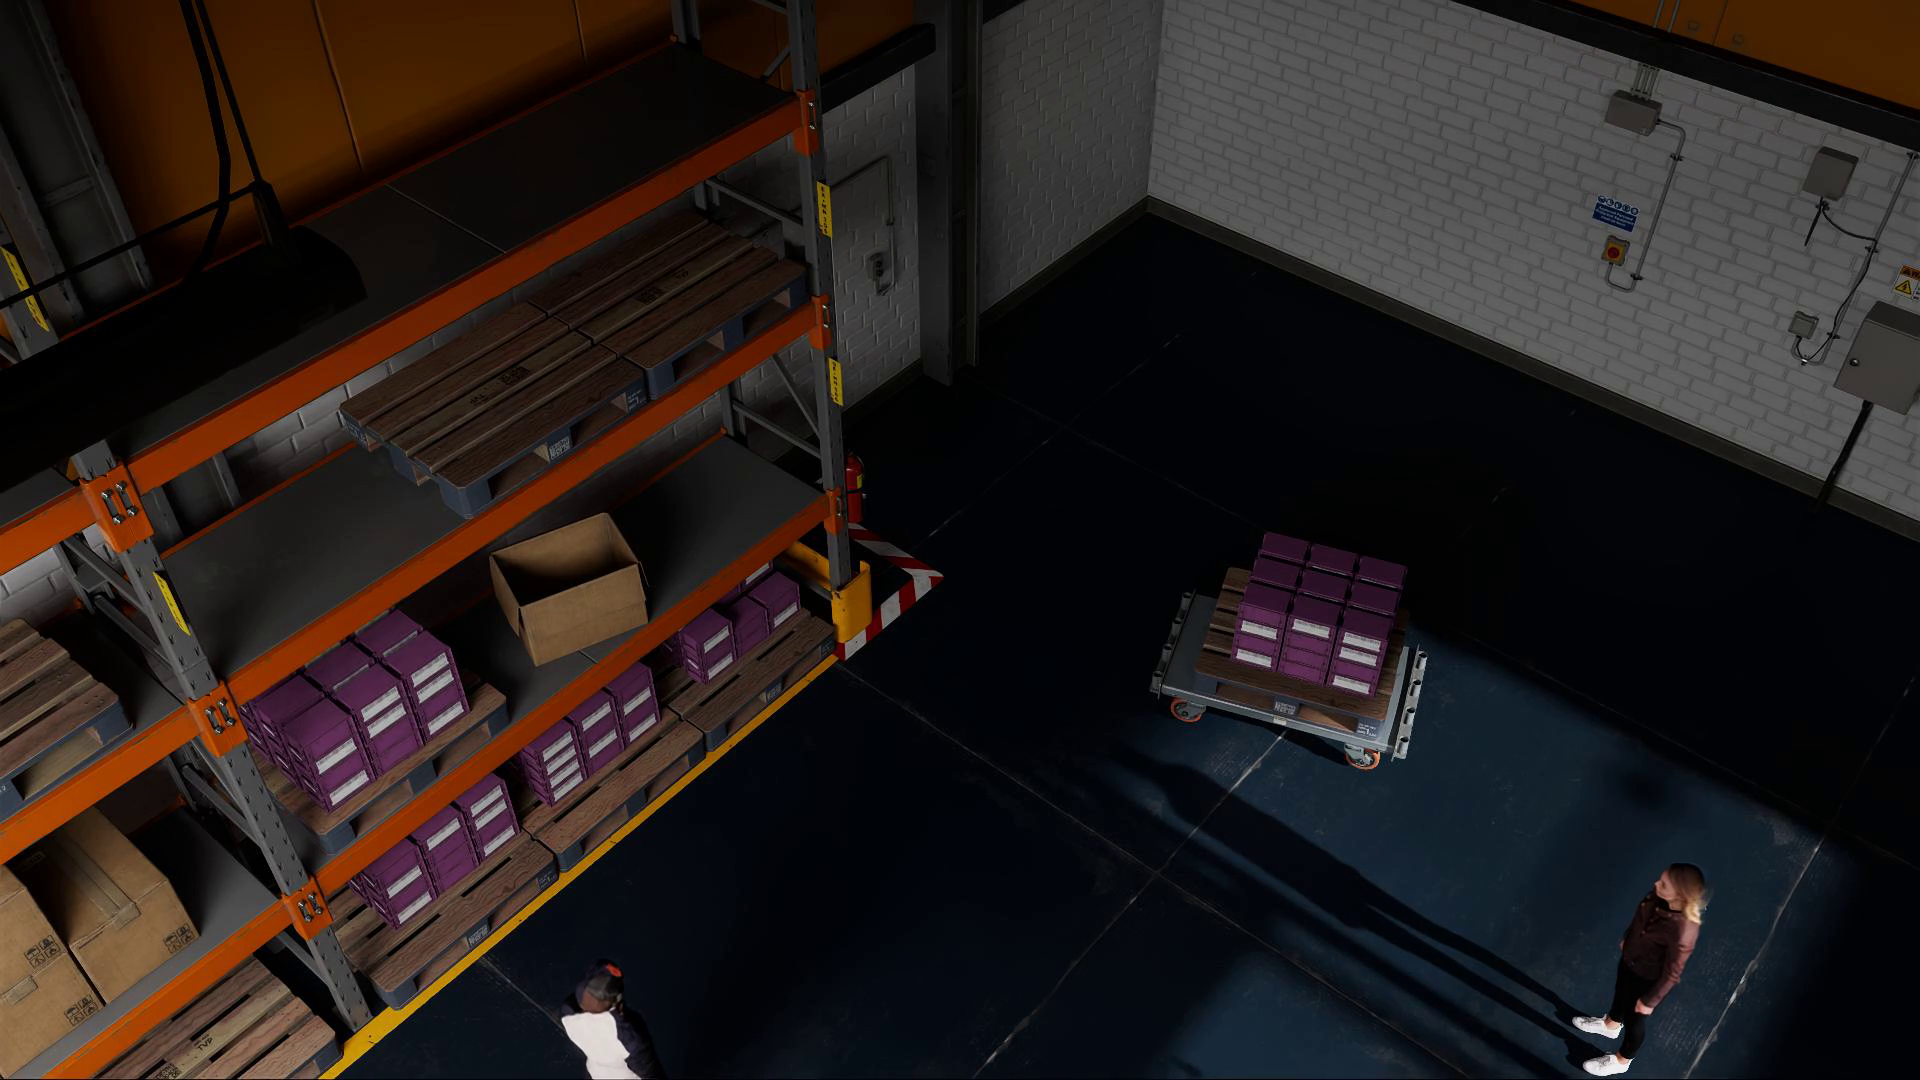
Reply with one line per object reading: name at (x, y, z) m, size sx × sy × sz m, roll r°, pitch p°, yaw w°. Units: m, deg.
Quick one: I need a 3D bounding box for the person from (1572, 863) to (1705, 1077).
person at (3.566, 2.220, 8.626) m, size 0.738 × 1.703 × 0.634 m, roll 4°, pitch 44°, yaw 4°

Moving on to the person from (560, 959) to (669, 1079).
person at (-1.618, 2.625, 8.062) m, size 0.718 × 1.893 × 0.642 m, roll 22°, pitch 48°, yaw 22°
